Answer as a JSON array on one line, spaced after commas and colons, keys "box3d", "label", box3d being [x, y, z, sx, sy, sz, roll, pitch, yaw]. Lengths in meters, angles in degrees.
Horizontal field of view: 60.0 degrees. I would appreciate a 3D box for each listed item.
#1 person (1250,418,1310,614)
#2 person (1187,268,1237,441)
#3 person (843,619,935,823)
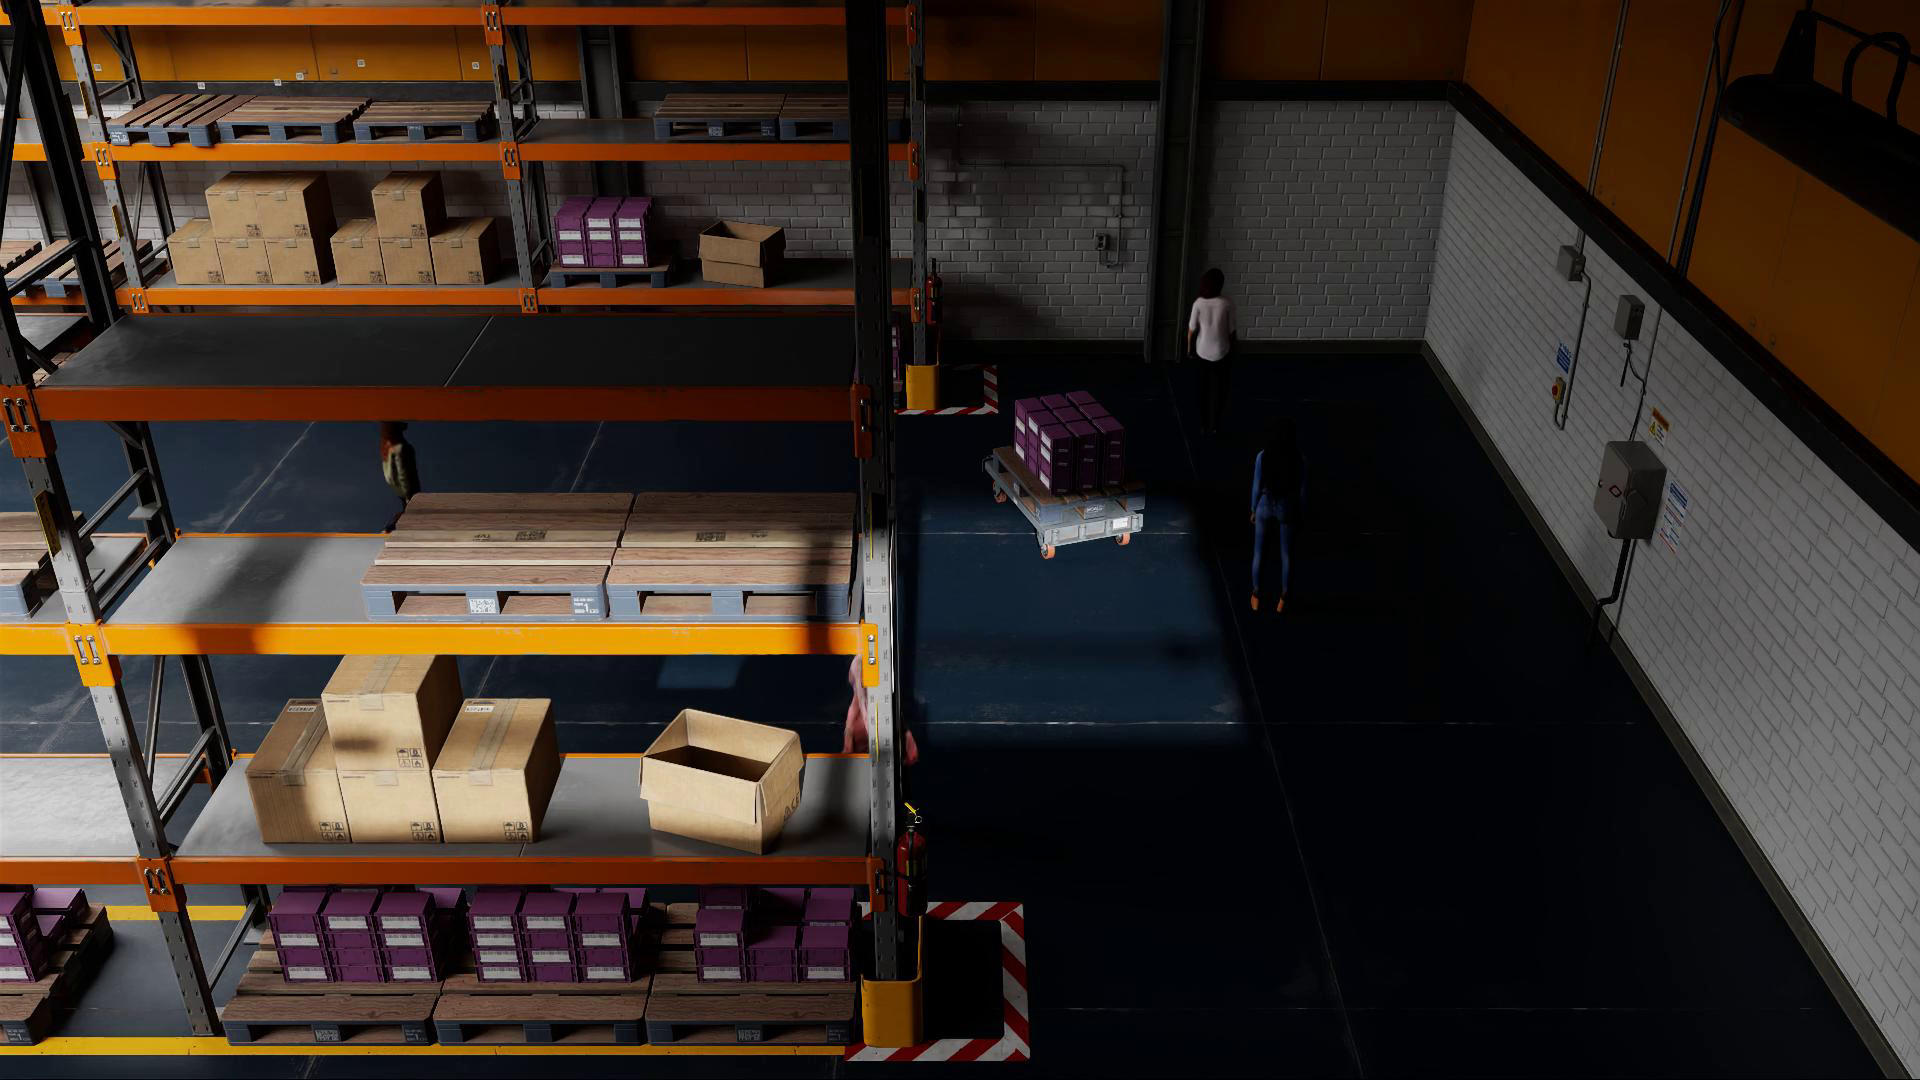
[{"box3d": [2.594, -0.196, 13.583, 0.554, 1.713, 0.718, 9, 30, 15], "label": "person"}, {"box3d": [2.486, -1.787, 16.425, 0.542, 1.783, 0.726, 5, 29, 9], "label": "person"}, {"box3d": [-0.656, 1.186, 11.089, 0.960, 1.673, 0.823, 13, 31, 22], "label": "person"}]
